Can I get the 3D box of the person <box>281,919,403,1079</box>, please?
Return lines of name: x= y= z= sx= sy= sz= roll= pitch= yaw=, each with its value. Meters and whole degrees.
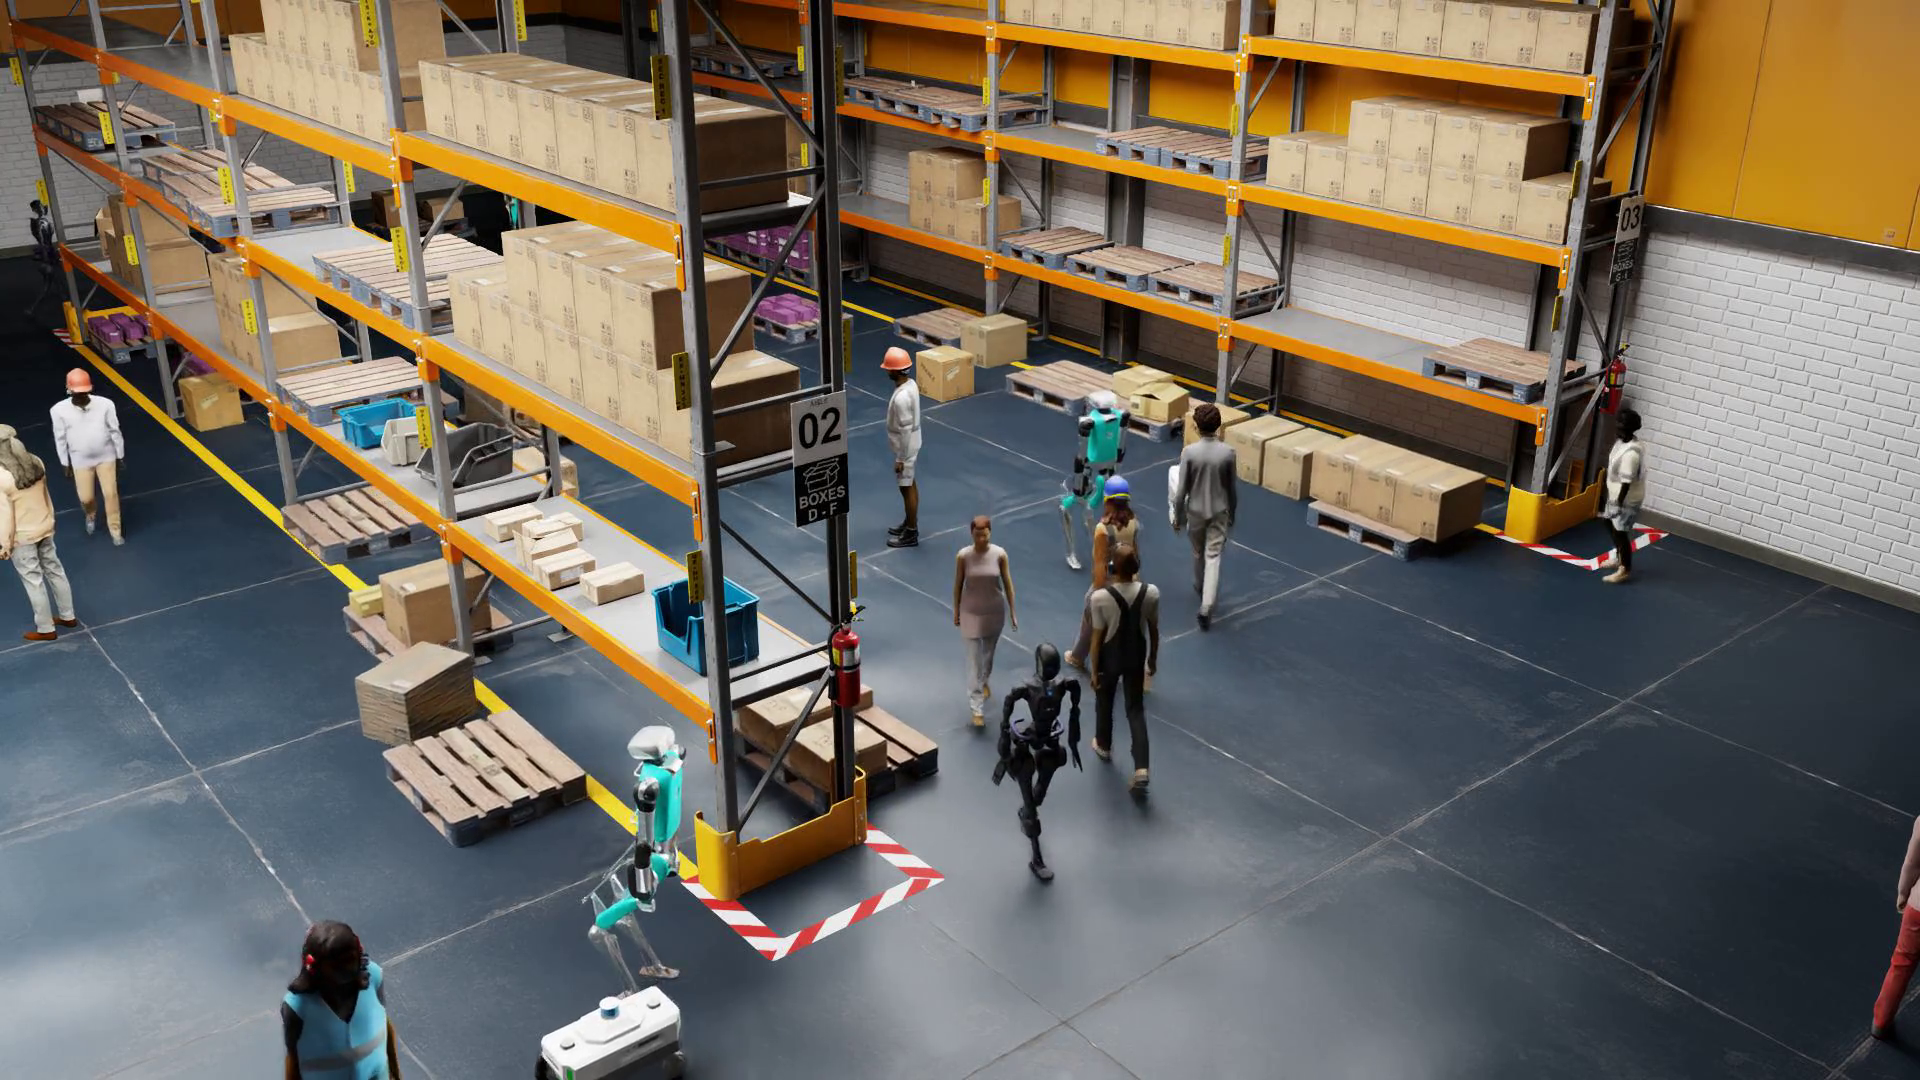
person: x=-2.898 y=2.528 z=7.789 sx=0.550 sy=1.854 sz=0.572 roll=-19 pitch=30 yaw=-37

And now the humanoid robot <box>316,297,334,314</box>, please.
humanoid robot: x=-9.082 y=-3.953 z=23.092 sx=0.730 sy=1.659 sz=0.602 roll=5 pitch=24 yaw=12

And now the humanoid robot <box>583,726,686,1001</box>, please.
humanoid robot: x=-1.883 y=1.845 z=9.482 sx=0.697 sy=1.753 sz=0.532 roll=5 pitch=24 yaw=11

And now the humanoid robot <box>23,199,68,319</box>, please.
humanoid robot: x=-12.608 y=-3.847 z=22.860 sx=0.763 sy=1.642 sz=0.603 roll=-8 pitch=24 yaw=-17

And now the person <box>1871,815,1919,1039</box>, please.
person: x=5.386 y=2.027 z=9.076 sx=0.346 sy=1.758 sz=0.519 roll=-20 pitch=30 yaw=-38

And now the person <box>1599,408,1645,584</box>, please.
person: x=5.889 y=-0.388 z=14.764 sx=0.401 sy=1.661 sz=0.555 roll=4 pitch=24 yaw=10

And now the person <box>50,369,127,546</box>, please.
person: x=-8.161 y=-0.794 z=15.639 sx=0.566 sy=1.729 sz=0.437 roll=-13 pitch=27 yaw=-28

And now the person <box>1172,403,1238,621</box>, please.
person: x=2.105 y=-0.251 z=14.240 sx=0.557 sy=1.853 sz=0.941 roll=3 pitch=24 yaw=6

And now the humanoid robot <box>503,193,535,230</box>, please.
humanoid robot: x=-6.886 y=-5.252 z=25.968 sx=0.543 sy=1.761 sz=0.967 roll=-4 pitch=24 yaw=-9

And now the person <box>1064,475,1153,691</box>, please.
person: x=1.211 y=0.331 z=13.038 sx=0.482 sy=1.724 sz=0.912 roll=-17 pitch=28 yaw=-34

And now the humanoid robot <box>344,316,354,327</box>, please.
humanoid robot: x=-8.294 y=-3.678 z=22.348 sx=0.809 sy=1.792 sz=0.535 roll=16 pitch=28 yaw=32

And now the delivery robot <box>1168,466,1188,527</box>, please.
delivery robot: x=2.283 y=-0.461 z=16.348 sx=0.499 sy=0.593 sz=0.789 roll=-2 pitch=23 yaw=-5

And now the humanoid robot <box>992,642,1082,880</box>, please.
humanoid robot: x=0.492 y=1.347 z=10.840 sx=0.617 sy=1.622 sz=0.799 roll=-9 pitch=25 yaw=-19

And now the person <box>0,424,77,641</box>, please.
person: x=-7.701 y=-0.060 z=13.759 sx=0.392 sy=1.875 sz=0.555 roll=7 pitch=24 yaw=15

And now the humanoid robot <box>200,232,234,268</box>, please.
humanoid robot: x=-10.088 y=-3.841 z=22.783 sx=0.613 sy=1.637 sz=0.568 roll=-21 pitch=31 yaw=-40

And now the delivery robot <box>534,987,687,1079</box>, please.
delivery robot: x=-1.883 y=2.745 z=8.942 sx=0.796 sy=0.606 sz=0.499 roll=-18 pitch=29 yaw=-36

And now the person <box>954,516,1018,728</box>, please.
person: x=0.193 y=0.578 z=12.597 sx=0.455 sy=1.609 sz=0.873 roll=-3 pitch=24 yaw=-7

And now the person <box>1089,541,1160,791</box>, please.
person: x=1.159 y=0.870 z=11.685 sx=0.518 sy=1.814 sz=0.875 roll=-5 pitch=24 yaw=-11

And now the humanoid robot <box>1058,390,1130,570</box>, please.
humanoid robot: x=1.140 y=-0.556 z=15.066 sx=0.538 sy=1.775 sz=0.705 roll=-15 pitch=27 yaw=-30

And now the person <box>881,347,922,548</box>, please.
person: x=-0.546 y=-0.865 z=15.548 sx=0.372 sy=1.934 sz=0.545 roll=2 pitch=23 yaw=4
